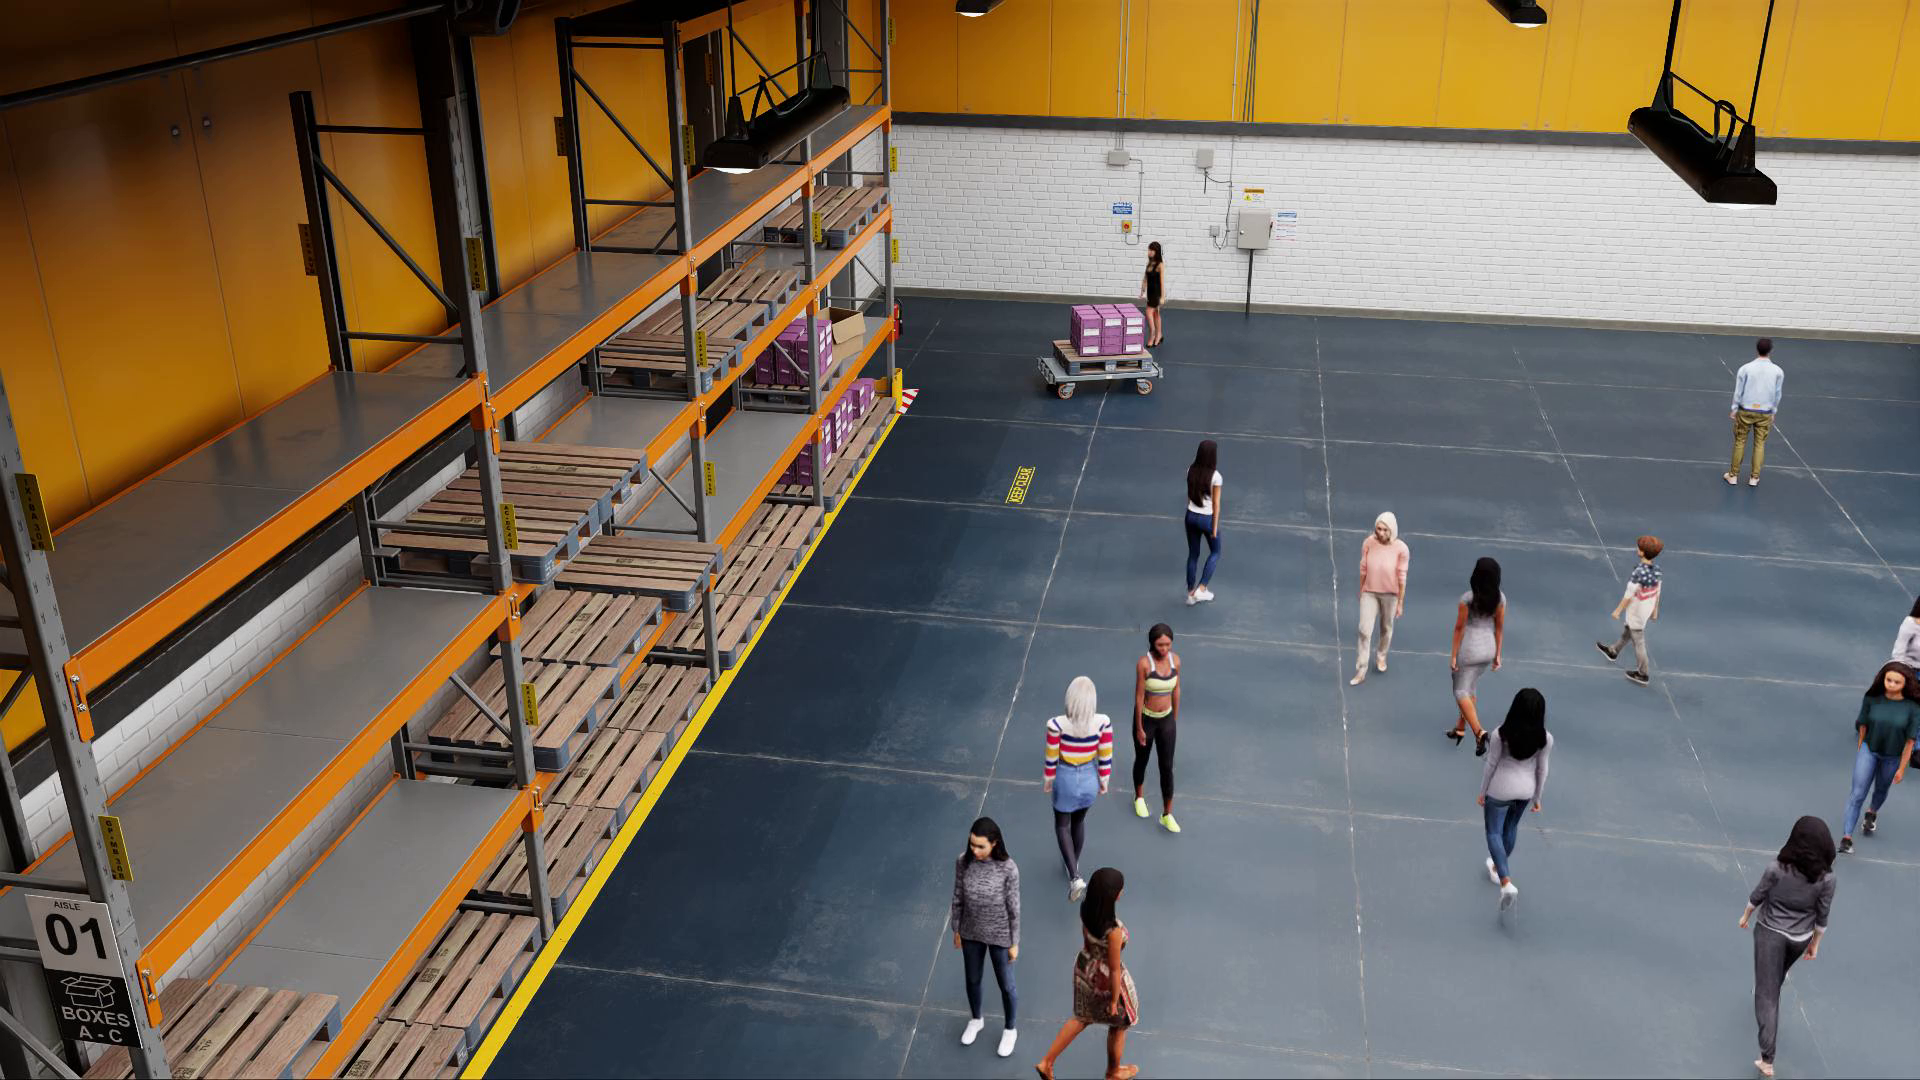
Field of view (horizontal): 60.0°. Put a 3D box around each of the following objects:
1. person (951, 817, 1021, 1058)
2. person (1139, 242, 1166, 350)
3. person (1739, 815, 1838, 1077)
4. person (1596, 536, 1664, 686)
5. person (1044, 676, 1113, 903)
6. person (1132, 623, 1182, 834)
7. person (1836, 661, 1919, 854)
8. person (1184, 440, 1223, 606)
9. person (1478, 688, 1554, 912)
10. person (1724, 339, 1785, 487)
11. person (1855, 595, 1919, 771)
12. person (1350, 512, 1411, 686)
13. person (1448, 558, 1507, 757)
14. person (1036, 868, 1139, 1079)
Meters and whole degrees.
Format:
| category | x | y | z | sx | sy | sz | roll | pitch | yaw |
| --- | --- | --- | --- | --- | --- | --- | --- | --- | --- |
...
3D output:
| category | x | y | z | sx | sy | sz | roll | pitch | yaw |
| --- | --- | --- | --- | --- | --- | --- | --- | --- | --- |
| person | 0.188 | 2.537 | 10.808 | 0.656 | 1.730 | 0.594 | 9 | 25 | 20 |
| person | 3.025 | -3.719 | 25.239 | 0.758 | 1.634 | 0.702 | -10 | 26 | -22 |
| person | 5.274 | 2.617 | 10.647 | 0.648 | 1.712 | 1.170 | 6 | 24 | 13 |
| person | 6.380 | 0.670 | 15.480 | 0.886 | 1.408 | 0.933 | -17 | 29 | -34 |
| person | 0.860 | 1.848 | 12.309 | 0.835 | 1.791 | 1.055 | -3 | 24 | -6 |
| person | 1.525 | 1.432 | 13.322 | 0.771 | 1.740 | 0.923 | -6 | 24 | -13 |
| person | 7.231 | 1.669 | 13.003 | 0.913 | 1.562 | 1.184 | 16 | 28 | 32 |
| person | 2.397 | -0.144 | 16.902 | 0.696 | 1.762 | 0.723 | 20 | 30 | 38 |
| person | 4.073 | 1.916 | 12.247 | 0.722 | 1.714 | 1.057 | 1 | 24 | 2 |
| person | 9.572 | -1.540 | 20.034 | 0.699 | 1.809 | 0.595 | 7 | 25 | 16 |
| person | 8.029 | 1.125 | 14.220 | 0.861 | 1.585 | 1.146 | -4 | 24 | -9 |
| person | 3.965 | 0.482 | 15.564 | 0.786 | 1.686 | 1.031 | 8 | 25 | 19 |
| person | 4.439 | 1.055 | 14.176 | 0.873 | 1.748 | 1.067 | -8 | 25 | -18 |
| person | 0.798 | 2.774 | 10.394 | 1.033 | 1.627 | 1.001 | -12 | 26 | -25 |
